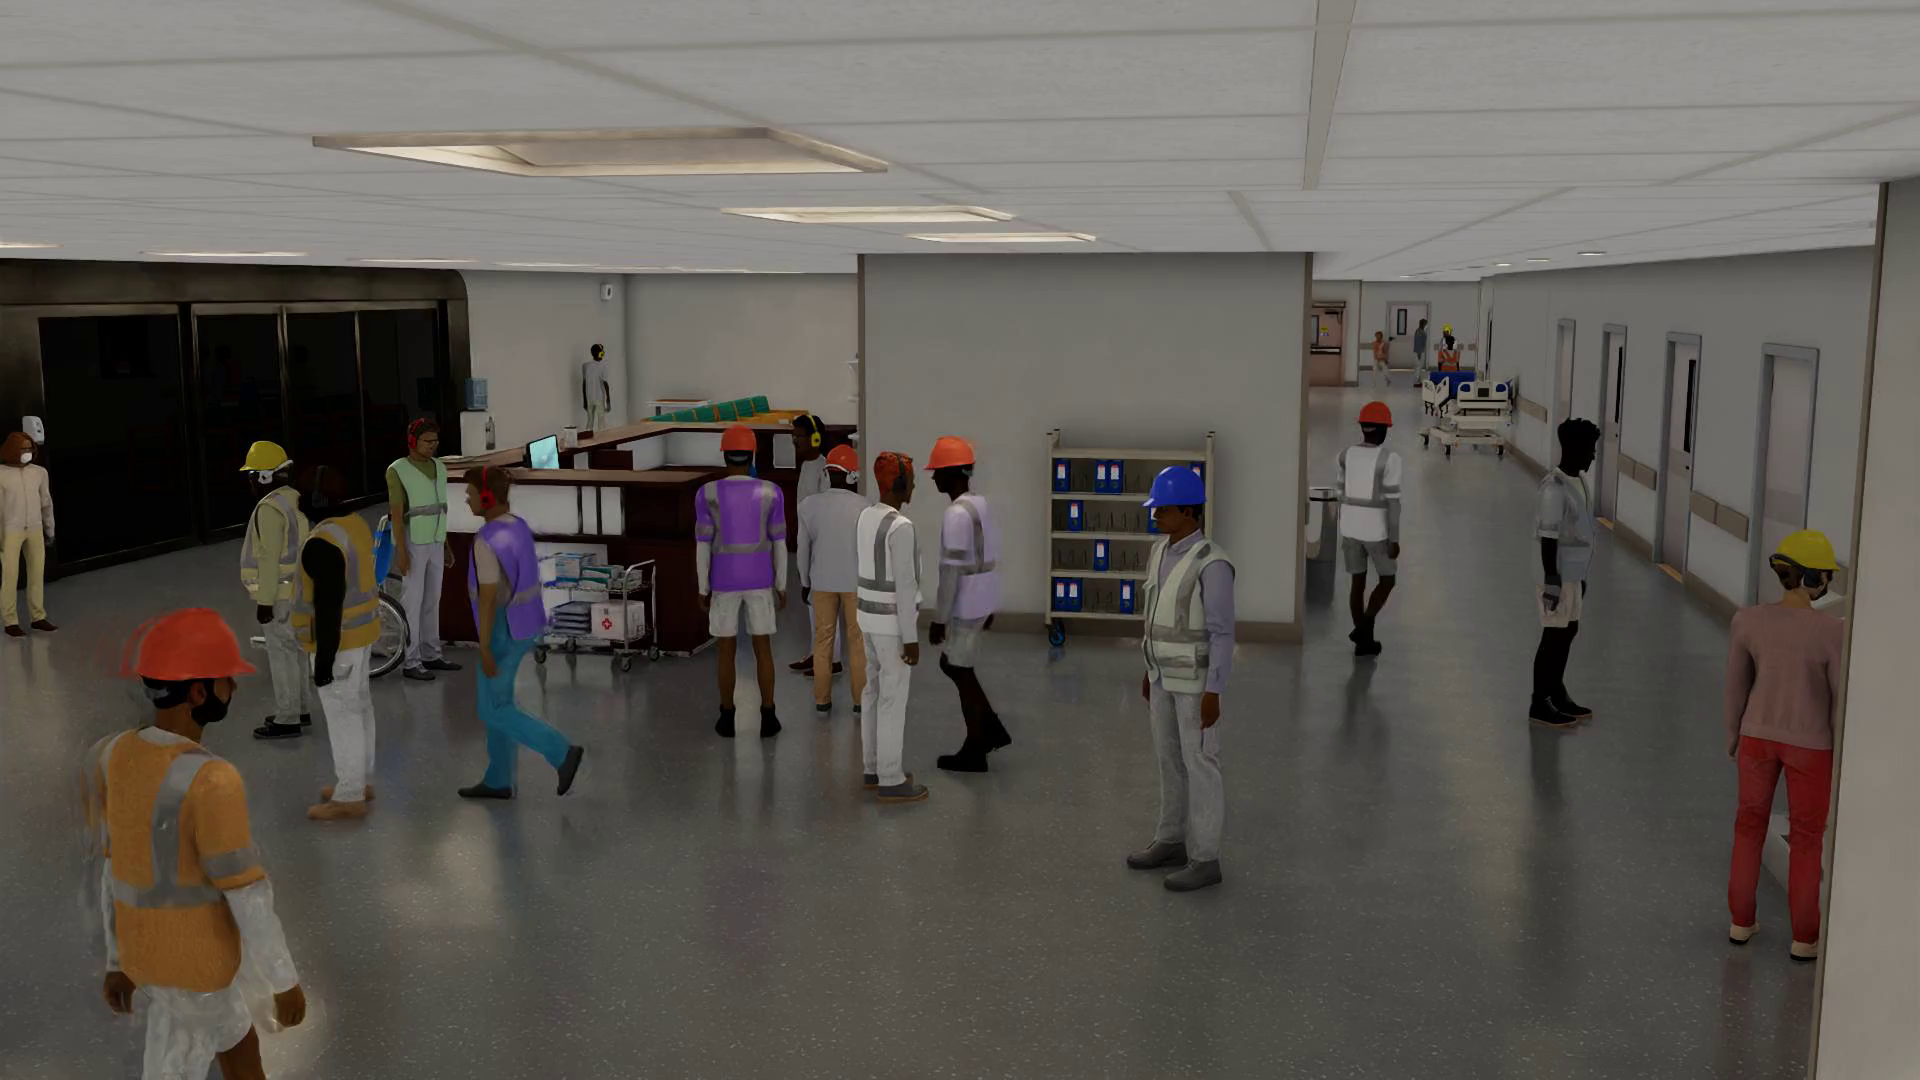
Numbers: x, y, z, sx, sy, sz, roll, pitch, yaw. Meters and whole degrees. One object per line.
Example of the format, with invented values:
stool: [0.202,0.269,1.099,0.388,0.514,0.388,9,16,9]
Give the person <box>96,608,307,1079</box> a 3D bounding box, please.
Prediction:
person: [-2.062,1.118,4.581,0.571,1.878,1.012,7,11,39]

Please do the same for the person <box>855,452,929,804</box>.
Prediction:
person: [-0.371,0.463,8.939,0.364,1.882,0.579,-4,9,-24]

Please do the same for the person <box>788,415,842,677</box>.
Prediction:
person: [-1.030,0.040,11.824,0.324,1.862,0.512,-4,10,-26]

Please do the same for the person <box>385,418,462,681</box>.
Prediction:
person: [-3.815,0.057,11.781,0.390,1.838,0.564,3,9,18]

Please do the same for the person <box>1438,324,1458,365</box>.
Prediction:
person: [12.662,-4.695,43.323,0.404,1.833,0.590,-4,10,-26]

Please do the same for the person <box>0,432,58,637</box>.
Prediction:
person: [-7.435,-0.049,13.200,0.285,1.627,0.504,5,10,29]

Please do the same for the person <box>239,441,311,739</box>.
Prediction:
person: [-4.192,0.302,10.215,0.403,1.825,0.587,-1,9,-8]

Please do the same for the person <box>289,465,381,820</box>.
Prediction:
person: [-3.245,0.527,8.646,0.430,1.842,0.631,-1,9,-4]

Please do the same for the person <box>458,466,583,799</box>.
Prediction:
person: [-2.351,0.512,8.824,0.678,1.818,0.589,1,9,6]

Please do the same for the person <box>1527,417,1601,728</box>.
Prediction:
person: [3.791,0.200,10.444,0.383,1.952,0.620,6,11,35]

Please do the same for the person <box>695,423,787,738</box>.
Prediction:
person: [-1.340,0.247,10.197,0.552,1.932,0.379,-2,9,-10]

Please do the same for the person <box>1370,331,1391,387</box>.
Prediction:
person: [11.897,-5.095,46.834,0.863,1.585,0.522,-8,12,-44]

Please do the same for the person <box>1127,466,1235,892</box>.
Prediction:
person: [1.014,0.625,7.635,0.405,1.946,0.612,-4,9,-24]

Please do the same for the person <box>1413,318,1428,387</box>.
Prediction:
person: [12.902,-5.238,46.616,0.377,1.931,0.636,4,9,24]

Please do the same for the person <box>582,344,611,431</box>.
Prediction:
person: [-5.941,-2.272,27.175,0.521,1.861,0.332,3,9,21]

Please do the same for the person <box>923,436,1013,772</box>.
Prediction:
person: [-0.003,0.368,9.444,0.435,1.915,0.580,2,9,11]

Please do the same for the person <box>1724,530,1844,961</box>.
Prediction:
person: [3.417,0.836,6.856,0.329,1.765,0.525,-7,11,-38]

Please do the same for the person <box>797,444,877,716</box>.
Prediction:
person: [-0.760,0.258,10.715,0.574,1.749,0.333,2,9,10]

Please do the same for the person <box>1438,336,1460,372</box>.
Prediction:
person: [11.048,-3.765,37.600,0.536,1.696,0.321,-1,9,-9]

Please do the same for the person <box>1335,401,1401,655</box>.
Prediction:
person: [3.037,-0.073,12.379,0.546,1.915,0.463,8,12,43]
